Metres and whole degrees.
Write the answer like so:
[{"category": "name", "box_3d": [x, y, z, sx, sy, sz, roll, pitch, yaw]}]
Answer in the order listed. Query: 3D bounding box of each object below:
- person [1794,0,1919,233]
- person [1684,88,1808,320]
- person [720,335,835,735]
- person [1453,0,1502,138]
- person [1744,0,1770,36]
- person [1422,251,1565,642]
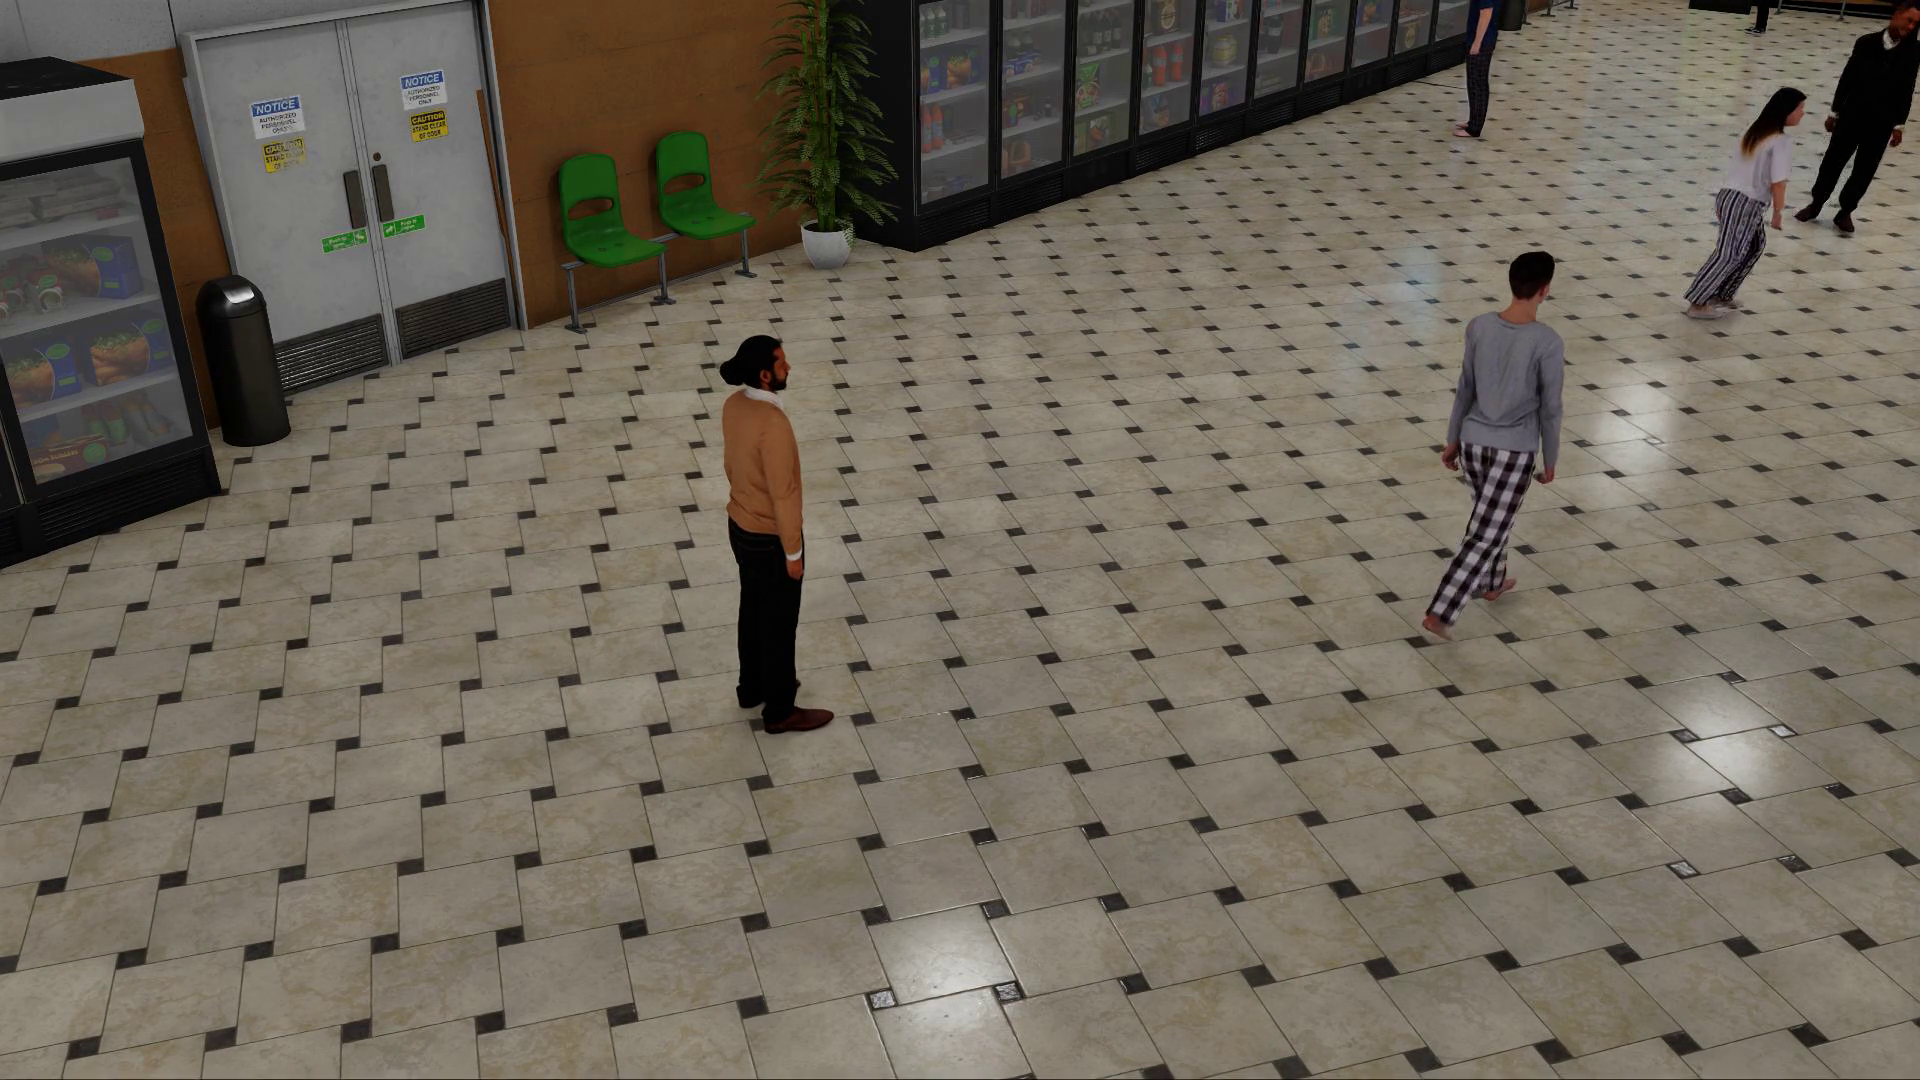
[{"category": "person", "box_3d": [7.389, -3.451, 13.605, 0.717, 1.866, 0.924, 23, 35, 37]}, {"category": "person", "box_3d": [5.440, -2.342, 11.669, 0.957, 1.638, 0.893, -3, 27, -7]}, {"category": "person", "box_3d": [-0.812, -0.023, 6.969, 0.792, 1.753, 0.631, -15, 31, -27]}, {"category": "person", "box_3d": [5.239, -5.012, 16.678, 0.641, 1.871, 0.716, 12, 29, 22]}, {"category": "person", "box_3d": [10.633, -7.321, 21.914, 0.461, 1.253, 0.506, 21, 34, 35]}, {"category": "person", "box_3d": [2.418, -0.377, 7.609, 0.773, 1.806, 1.101, -22, 34, -37]}]
